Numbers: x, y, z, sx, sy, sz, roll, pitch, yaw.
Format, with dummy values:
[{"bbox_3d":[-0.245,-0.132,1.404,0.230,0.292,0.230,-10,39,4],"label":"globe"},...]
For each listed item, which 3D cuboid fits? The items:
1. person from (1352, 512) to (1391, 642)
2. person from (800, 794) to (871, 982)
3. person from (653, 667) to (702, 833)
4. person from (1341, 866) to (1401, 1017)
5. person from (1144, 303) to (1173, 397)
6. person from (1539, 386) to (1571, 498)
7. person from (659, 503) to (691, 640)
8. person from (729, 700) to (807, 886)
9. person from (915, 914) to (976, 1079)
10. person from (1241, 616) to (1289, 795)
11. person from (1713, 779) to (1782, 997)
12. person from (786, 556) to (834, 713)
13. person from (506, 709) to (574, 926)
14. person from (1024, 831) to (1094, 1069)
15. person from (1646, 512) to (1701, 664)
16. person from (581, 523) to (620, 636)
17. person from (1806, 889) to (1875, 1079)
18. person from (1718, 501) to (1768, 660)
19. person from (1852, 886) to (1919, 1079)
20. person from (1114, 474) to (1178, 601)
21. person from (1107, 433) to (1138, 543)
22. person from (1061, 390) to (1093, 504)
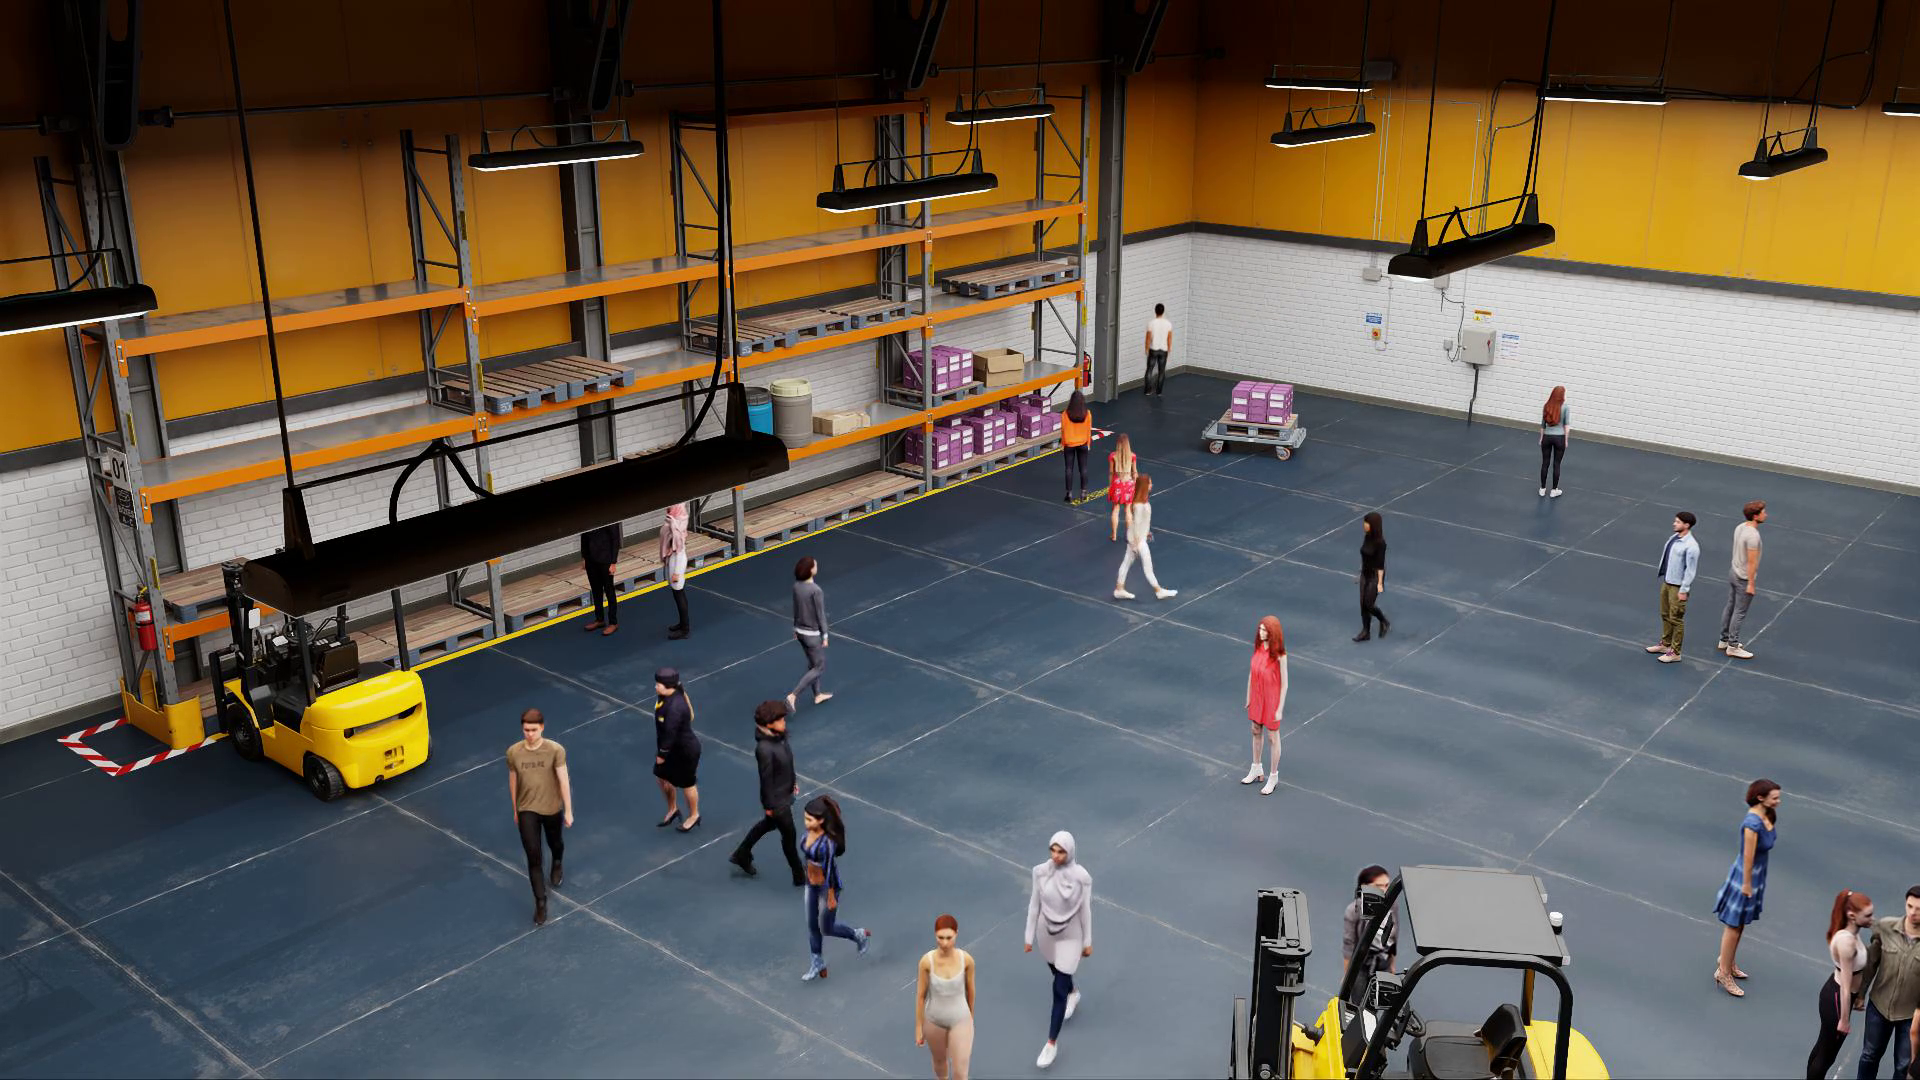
[{"bbox_3d":[5.014,0.455,19.990,0.813,1.624,0.734,-8,20,-23],"label":"person"},{"bbox_3d":[-1.029,2.749,13.201,0.909,1.609,0.748,-12,22,-32],"label":"person"},{"bbox_3d":[-2.541,1.956,15.477,0.833,1.660,0.805,-7,20,-19],"label":"person"},{"bbox_3d":[2.952,3.104,12.042,0.663,1.677,0.771,-8,20,-22],"label":"person"},{"bbox_3d":[3.803,-3.626,31.833,0.763,1.799,0.802,0,19,1],"label":"person"},{"bbox_3d":[9.176,-1.534,25.711,0.595,1.742,0.562,12,22,33],"label":"person"},{"bbox_3d":[-3.426,0.314,20.126,0.797,1.803,0.738,-2,19,-5],"label":"person"},{"bbox_3d":[-1.683,2.210,14.570,1.082,1.756,1.127,2,19,5],"label":"person"},{"bbox_3d":[-0.095,3.303,11.560,0.953,1.606,1.046,0,19,-1],"label":"person"},{"bbox_3d":[3.005,1.596,16.285,0.604,1.826,0.655,-12,22,-32],"label":"person"},{"bbox_3d":[6.194,2.695,13.054,0.756,1.805,0.552,11,22,30],"label":"person"},{"bbox_3d":[-1.677,1.044,18.044,0.643,1.749,0.984,16,24,40],"label":"person"},{"bbox_3d":[-3.578,2.281,14.262,1.216,1.819,1.235,-3,19,-9],"label":"person"},{"bbox_3d":[0.778,2.946,12.417,0.837,1.736,1.199,9,20,24],"label":"person"},{"bbox_3d":[8.386,0.533,19.465,0.809,1.811,0.733,-1,19,-2],"label":"person"},{"bbox_3d":[-4.387,0.214,20.299,0.739,1.884,0.629,10,21,26],"label":"person"},{"bbox_3d":[6.099,3.228,11.571,0.682,1.741,0.519,10,21,28],"label":"person"},{"bbox_3d":[9.233,0.435,19.621,0.805,1.898,0.701,2,19,5],"label":"person"},{"bbox_3d":[6.468,3.208,11.438,0.715,1.864,0.579,17,25,41],"label":"person"},{"bbox_3d":[2.186,-0.012,21.290,1.063,1.680,1.055,0,19,0],"label":"person"},{"bbox_3d":[2.299,-0.751,23.617,0.665,1.594,0.702,2,19,5],"label":"person"},{"bbox_3d":[1.771,-1.434,25.403,0.699,1.749,0.760,-2,19,-5],"label":"person"}]
